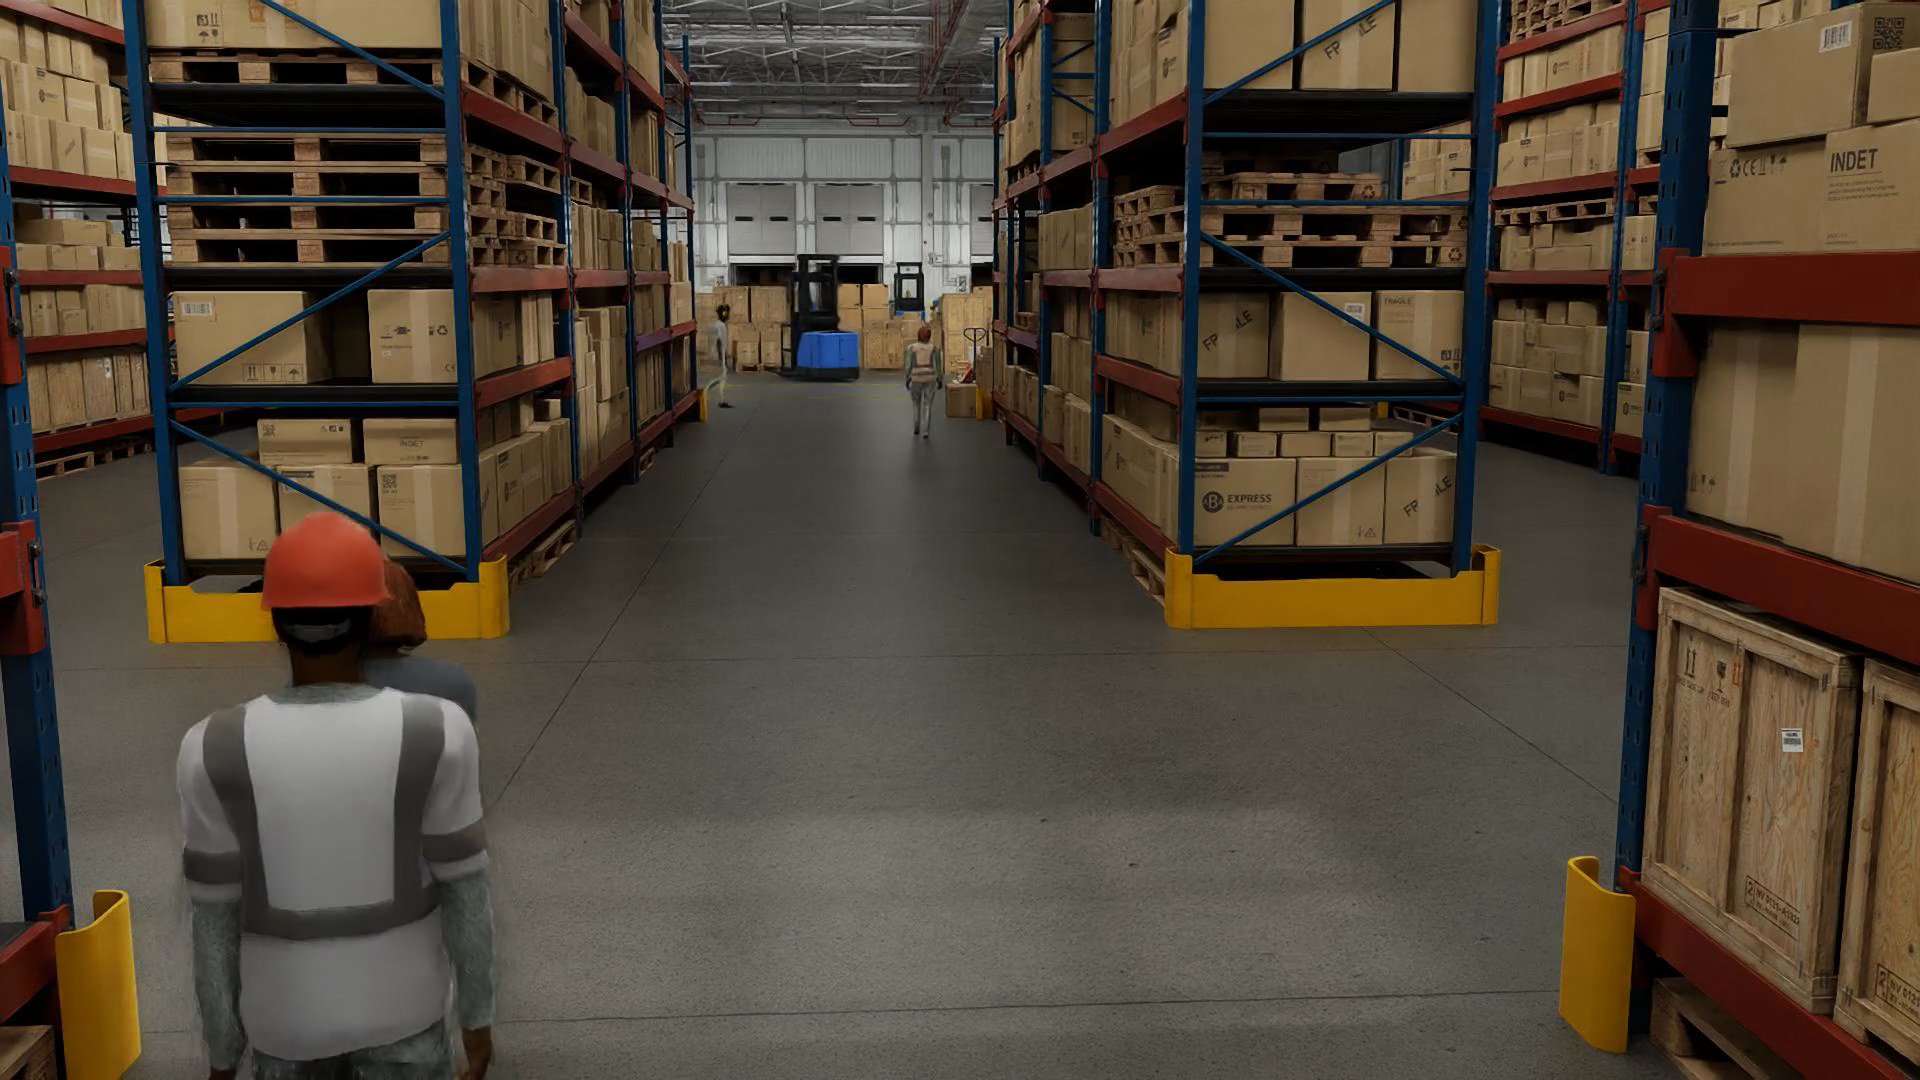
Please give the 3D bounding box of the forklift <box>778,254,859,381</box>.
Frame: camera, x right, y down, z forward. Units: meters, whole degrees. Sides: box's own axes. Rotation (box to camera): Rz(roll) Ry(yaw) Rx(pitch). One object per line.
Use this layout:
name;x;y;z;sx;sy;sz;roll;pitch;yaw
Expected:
forklift;-3.171;-5.023;37.371;1.129;2.768;1.873;-6;11;-33

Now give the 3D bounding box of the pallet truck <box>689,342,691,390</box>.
pallet truck;-5.225;-3.008;27.480;1.885;1.965;0.823;2;9;14

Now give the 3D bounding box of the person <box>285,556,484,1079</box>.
person;-1.536;0.857;4.442;0.503;1.617;0.641;-2;9;-10

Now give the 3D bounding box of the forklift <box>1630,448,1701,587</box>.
forklift;5.630;-0.905;11.514;1.129;2.768;1.873;-1;9;-4

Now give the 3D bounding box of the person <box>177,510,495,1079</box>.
person;-1.175;0.907;3.182;0.551;1.916;0.787;-3;9;-15

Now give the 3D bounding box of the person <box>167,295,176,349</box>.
person;-25.359;-7.011;53.237;0.927;1.794;0.654;4;10;24

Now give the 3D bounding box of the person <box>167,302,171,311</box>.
person;-23.787;-6.444;49.463;0.384;1.871;0.794;4;10;24

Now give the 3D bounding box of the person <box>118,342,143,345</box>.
person;-25.011;-6.561;50.139;1.016;1.886;0.650;-7;12;-39

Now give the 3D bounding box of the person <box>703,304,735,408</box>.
person;-4.327;-3.262;29.582;0.575;1.845;0.610;-2;9;-13

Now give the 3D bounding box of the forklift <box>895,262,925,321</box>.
forklift;-1.829;-8.659;60.204;1.129;2.768;1.873;-1;9;-4

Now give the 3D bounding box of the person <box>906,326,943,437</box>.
person;-0.520;-2.322;24.372;0.546;1.598;0.801;0;9;0
